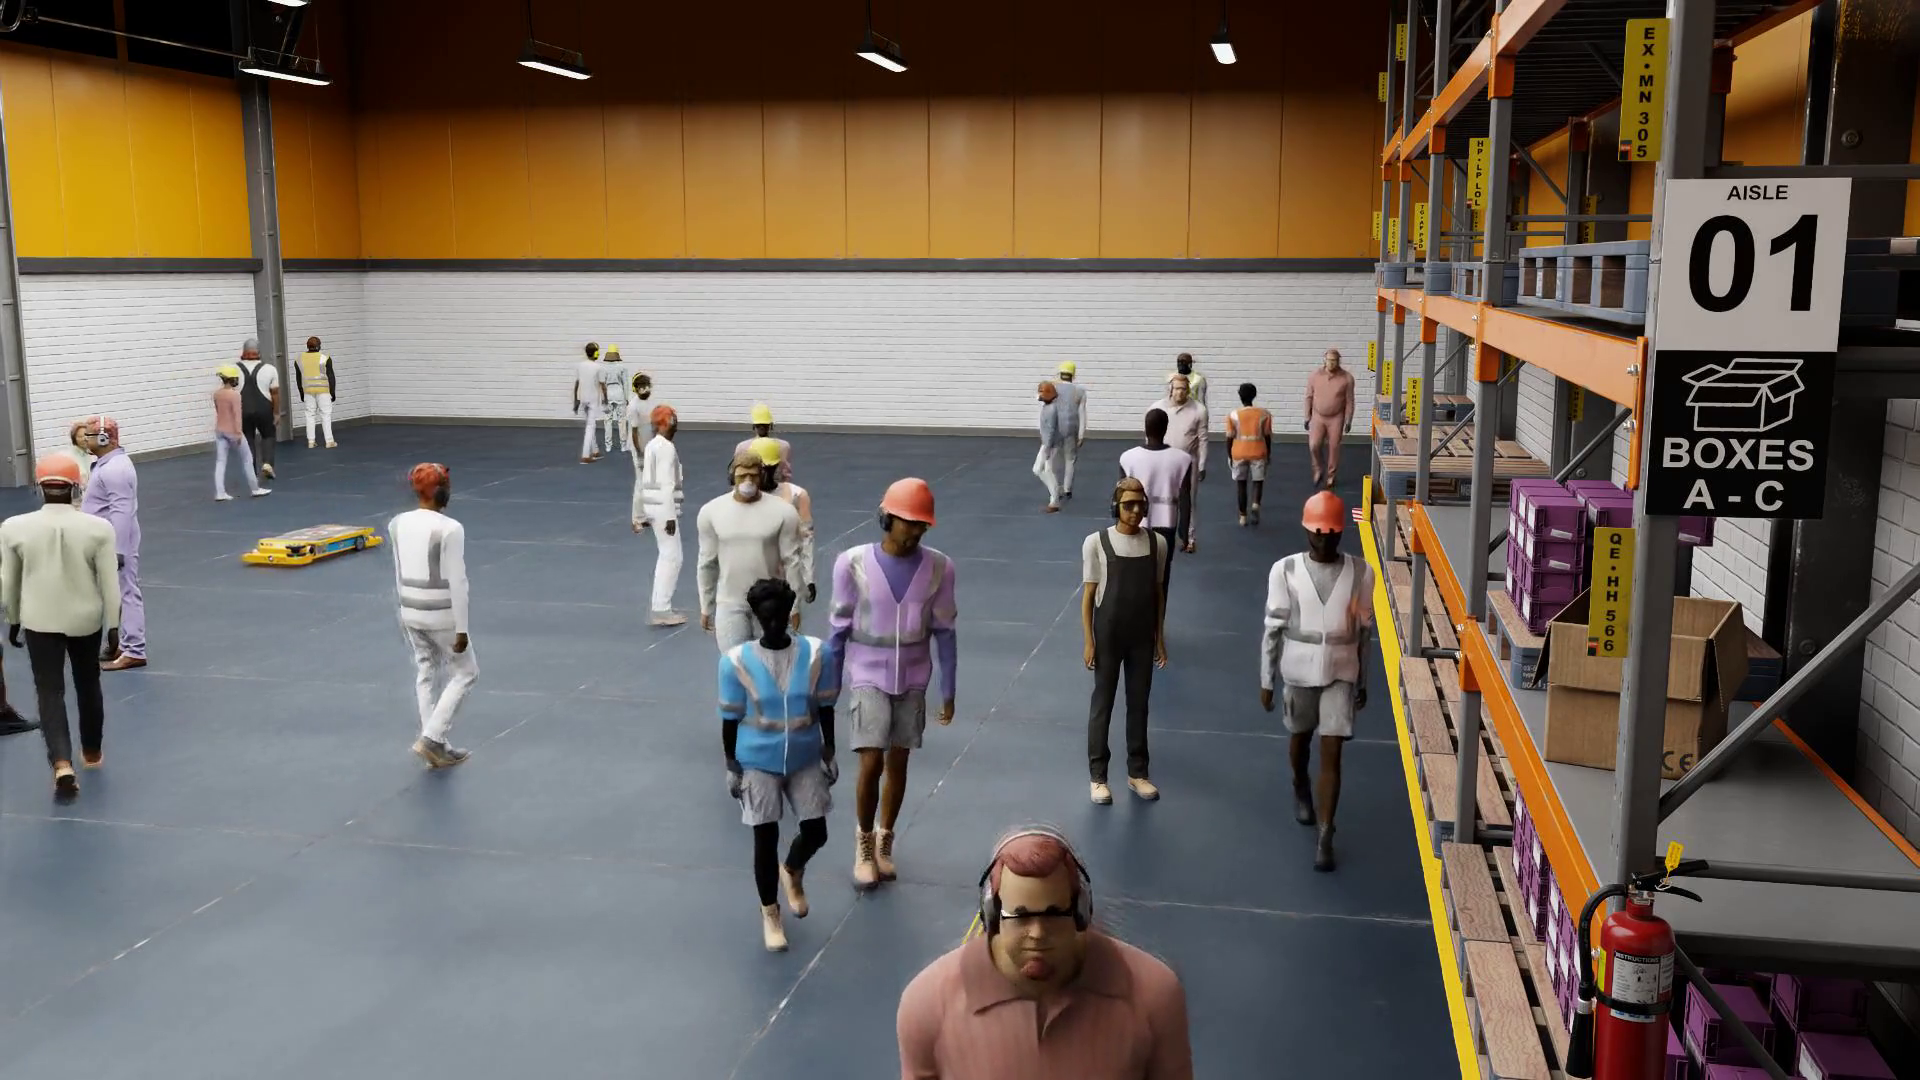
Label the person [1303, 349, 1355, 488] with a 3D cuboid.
[{"bbox_3d":[4.997,-1.642,22.554,0.676,1.889,0.504,3,10,19],"label":"person"}]

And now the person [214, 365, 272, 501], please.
[{"bbox_3d":[-9.344,-1.387,21.487,0.538,1.736,0.802,5,10,26],"label":"person"}]

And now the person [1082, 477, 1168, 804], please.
[{"bbox_3d":[0.936,0.564,9.403,0.508,1.847,0.344,-3,10,-16],"label":"person"}]

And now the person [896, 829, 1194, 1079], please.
[{"bbox_3d":[0.194,1.517,3.632,0.649,1.862,0.999,-1,9,-7],"label":"person"}]

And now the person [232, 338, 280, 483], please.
[{"bbox_3d":[-9.791,-1.803,23.078,0.696,2.000,0.538,-3,10,-15],"label":"person"}]

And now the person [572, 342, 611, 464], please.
[{"bbox_3d":[-5.617,-2.103,25.522,0.510,1.831,0.843,4,10,25],"label":"person"}]

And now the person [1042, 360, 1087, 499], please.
[{"bbox_3d":[1.334,-1.406,21.370,0.602,1.812,0.599,1,10,9],"label":"person"}]

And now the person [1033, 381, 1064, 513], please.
[{"bbox_3d":[1.064,-1.128,20.247,0.355,1.617,0.537,-1,9,-4],"label":"person"}]

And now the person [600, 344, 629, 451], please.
[{"bbox_3d":[-5.614,-2.305,27.015,0.485,1.739,0.304,0,9,-3],"label":"person"}]

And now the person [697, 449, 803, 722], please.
[{"bbox_3d":[-1.290,0.388,10.233,0.647,1.921,0.752,0,9,-2],"label":"person"}]

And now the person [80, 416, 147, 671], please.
[{"bbox_3d":[-6.367,0.021,12.490,0.401,1.910,0.642,-5,11,-27],"label":"person"}]

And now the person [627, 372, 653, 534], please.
[{"bbox_3d":[-3.584,-1.001,18.897,0.369,1.832,0.701,1,10,8],"label":"person"}]

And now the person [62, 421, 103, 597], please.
[{"bbox_3d":[-8.010,-0.291,15.249,0.517,1.620,0.584,-8,12,-38],"label":"person"}]

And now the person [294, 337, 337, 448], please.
[{"bbox_3d":[-10.631,-2.439,27.508,0.627,1.844,0.429,0,9,-3],"label":"person"}]

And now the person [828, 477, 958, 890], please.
[{"bbox_3d":[-0.317,0.698,8.067,0.639,2.018,0.606,-2,10,-14],"label":"person"}]

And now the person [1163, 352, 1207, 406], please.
[{"bbox_3d":[3.074,-1.675,22.945,0.650,1.825,0.436,6,11,32],"label":"person"}]

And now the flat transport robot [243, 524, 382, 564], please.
[{"bbox_3d":[-6.729,0.032,17.341,0.652,0.197,1.431,2,10,14],"label":"flat transport robot"}]

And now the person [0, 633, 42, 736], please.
[{"bbox_3d":[-6.390,0.361,10.454,0.545,1.913,0.915,8,12,40],"label":"person"}]

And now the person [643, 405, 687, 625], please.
[{"bbox_3d":[-2.515,-0.218,14.142,0.340,1.836,0.706,-3,10,-19],"label":"person"}]

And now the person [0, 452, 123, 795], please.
[{"bbox_3d":[-5.208,0.467,9.668,0.611,1.959,0.948,-5,11,-30],"label":"person"}]

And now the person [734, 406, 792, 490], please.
[{"bbox_3d":[-1.851,-0.401,15.618,0.542,1.713,0.922,-1,9,-6],"label":"person"}]

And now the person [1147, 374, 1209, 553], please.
[{"bbox_3d":[2.285,-0.801,17.494,0.646,1.900,0.397,2,10,13],"label":"person"}]

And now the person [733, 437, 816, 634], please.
[{"bbox_3d":[-1.294,0.230,11.323,0.588,1.878,0.993,-2,10,-13],"label":"person"}]

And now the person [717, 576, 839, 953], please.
[{"bbox_3d":[-0.806,0.980,7.388,0.547,1.677,0.399,-3,10,-18],"label":"person"}]

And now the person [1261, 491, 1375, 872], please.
[{"bbox_3d":[1.855,0.666,8.660,0.560,1.895,0.983,2,10,9],"label":"person"}]

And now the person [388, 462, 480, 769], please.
[{"bbox_3d":[-3.133,0.468,9.925,0.578,1.871,0.424,5,11,27],"label":"person"}]

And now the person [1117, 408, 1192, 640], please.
[{"bbox_3d":[1.550,-0.098,13.238,0.593,1.900,0.766,0,9,-1],"label":"person"}]

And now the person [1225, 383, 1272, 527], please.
[{"bbox_3d":[3.316,-0.969,19.111,0.543,1.679,0.468,1,9,7],"label":"person"}]
